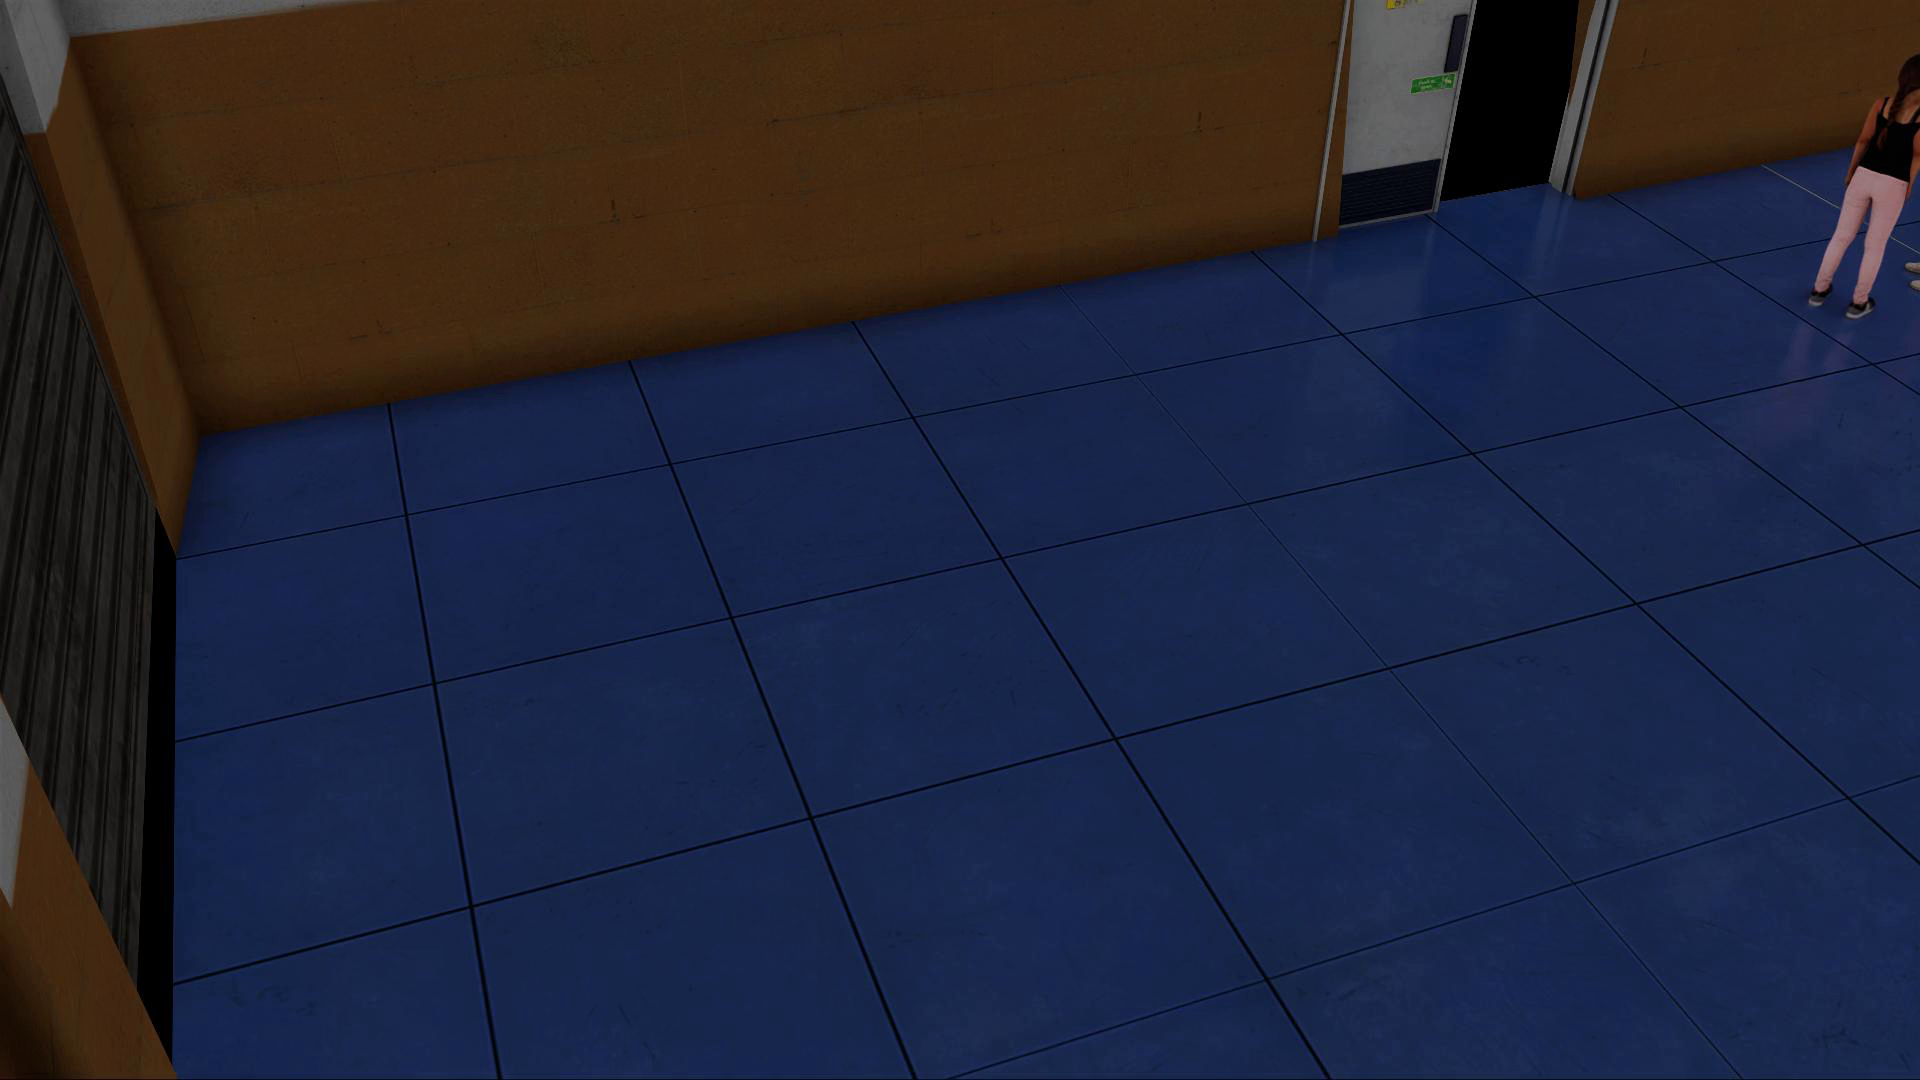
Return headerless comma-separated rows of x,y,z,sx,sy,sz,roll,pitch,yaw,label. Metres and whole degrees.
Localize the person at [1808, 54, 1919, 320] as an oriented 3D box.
5.283,-2.037,9.561,0.556,1.563,0.664,31,46,34,person
